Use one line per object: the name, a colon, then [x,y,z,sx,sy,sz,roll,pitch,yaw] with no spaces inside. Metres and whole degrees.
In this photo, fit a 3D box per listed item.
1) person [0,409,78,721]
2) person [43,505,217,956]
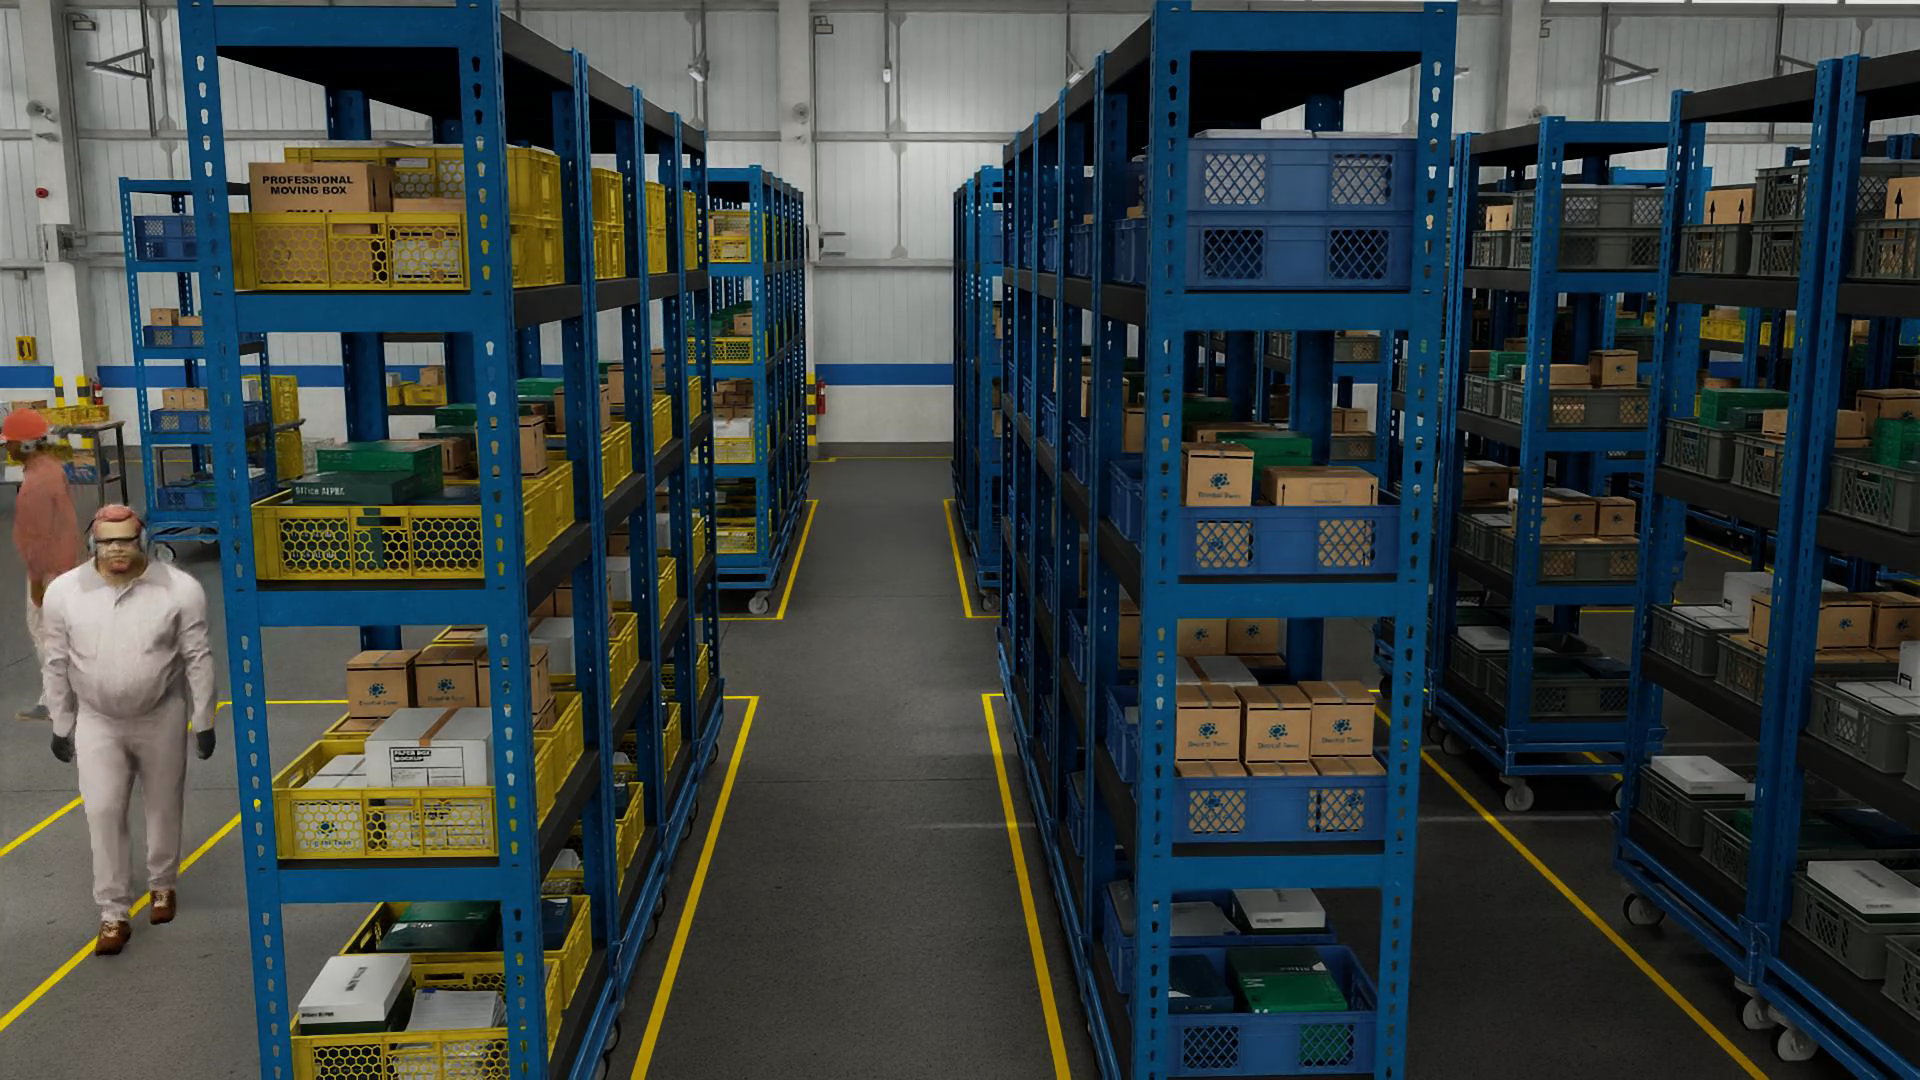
person: [-5.705,0.157,10.457,0.513,1.980,0.636,-3,10,-17]
person: [-3.529,0.796,7.086,0.680,1.876,0.813,-4,11,-21]
